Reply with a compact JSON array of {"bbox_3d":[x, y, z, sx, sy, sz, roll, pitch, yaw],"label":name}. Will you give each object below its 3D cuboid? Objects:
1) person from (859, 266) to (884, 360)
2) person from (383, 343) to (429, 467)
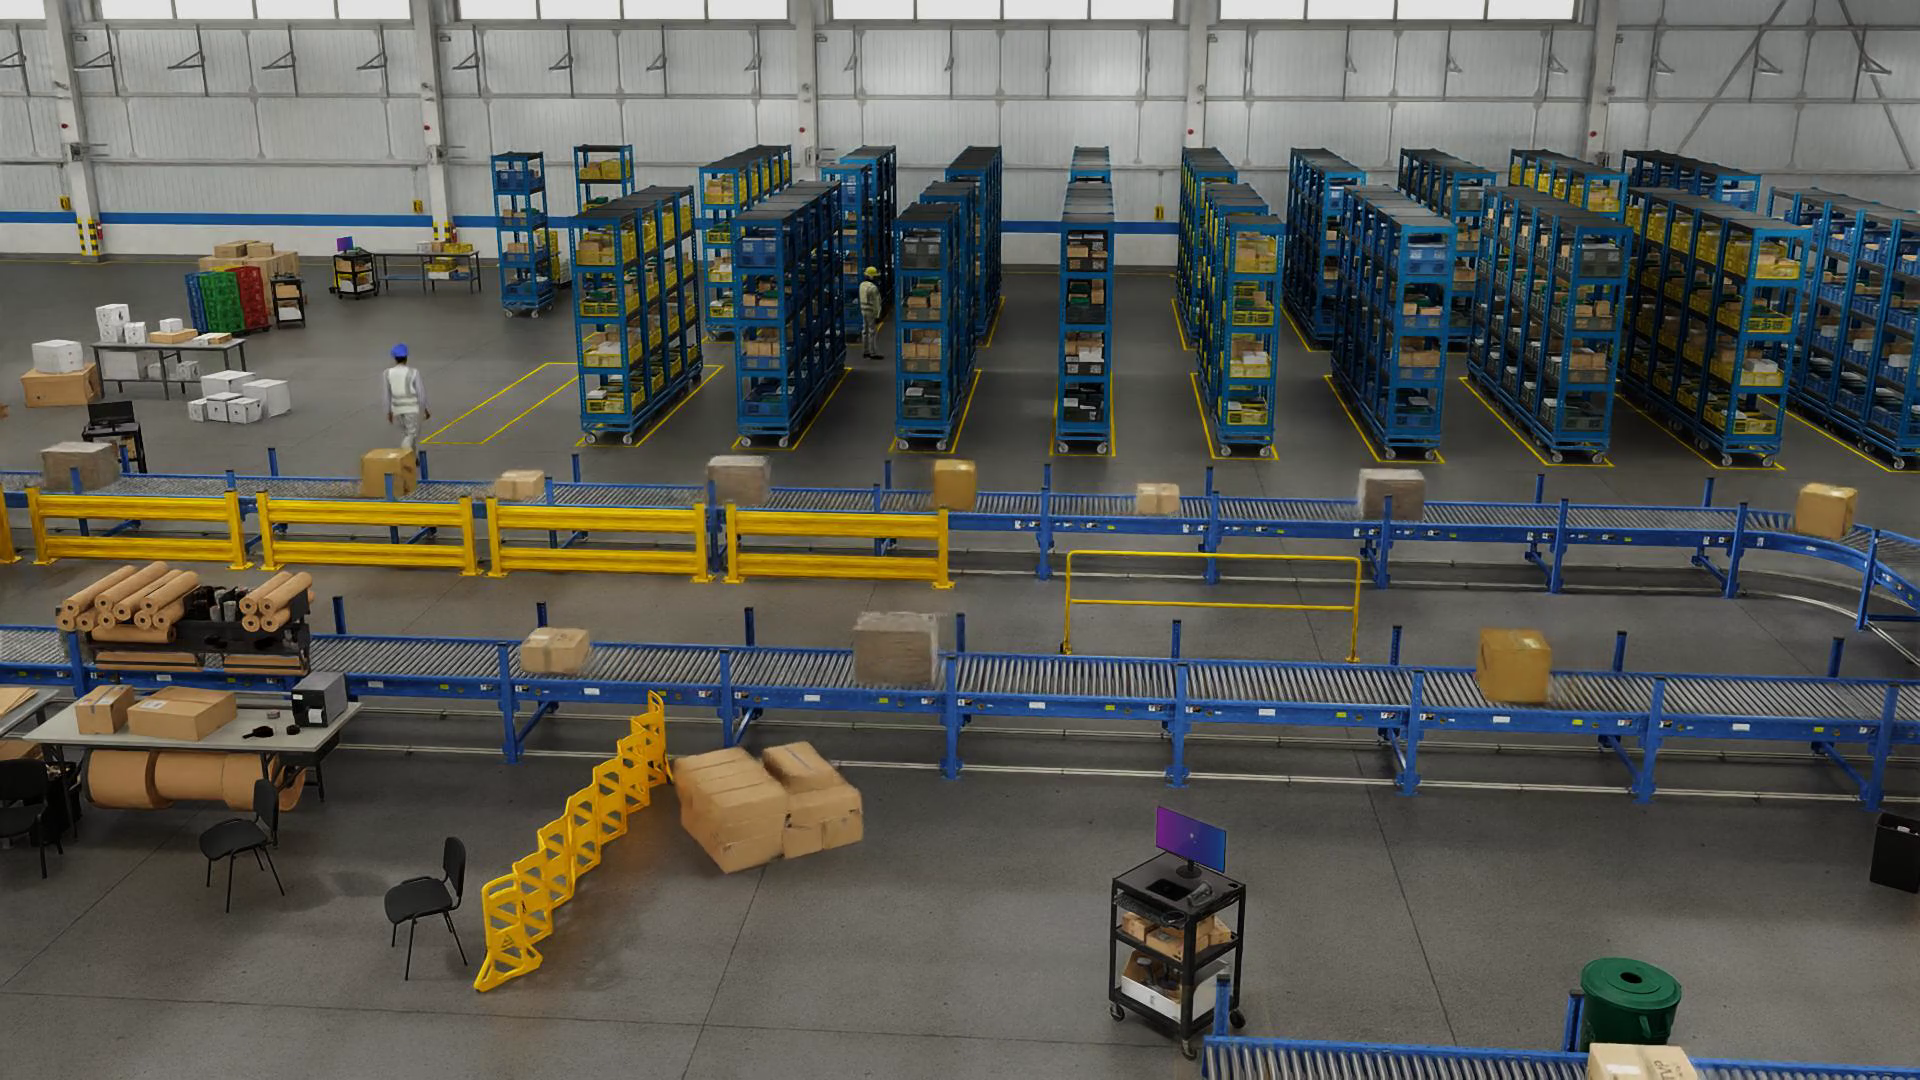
[{"bbox_3d":[-1.744,-4.461,32.714,0.404,1.832,0.594,-11,21,-31],"label":"person"},{"bbox_3d":[-8.215,-1.931,24.545,0.600,1.926,0.825,6,18,17],"label":"person"}]
